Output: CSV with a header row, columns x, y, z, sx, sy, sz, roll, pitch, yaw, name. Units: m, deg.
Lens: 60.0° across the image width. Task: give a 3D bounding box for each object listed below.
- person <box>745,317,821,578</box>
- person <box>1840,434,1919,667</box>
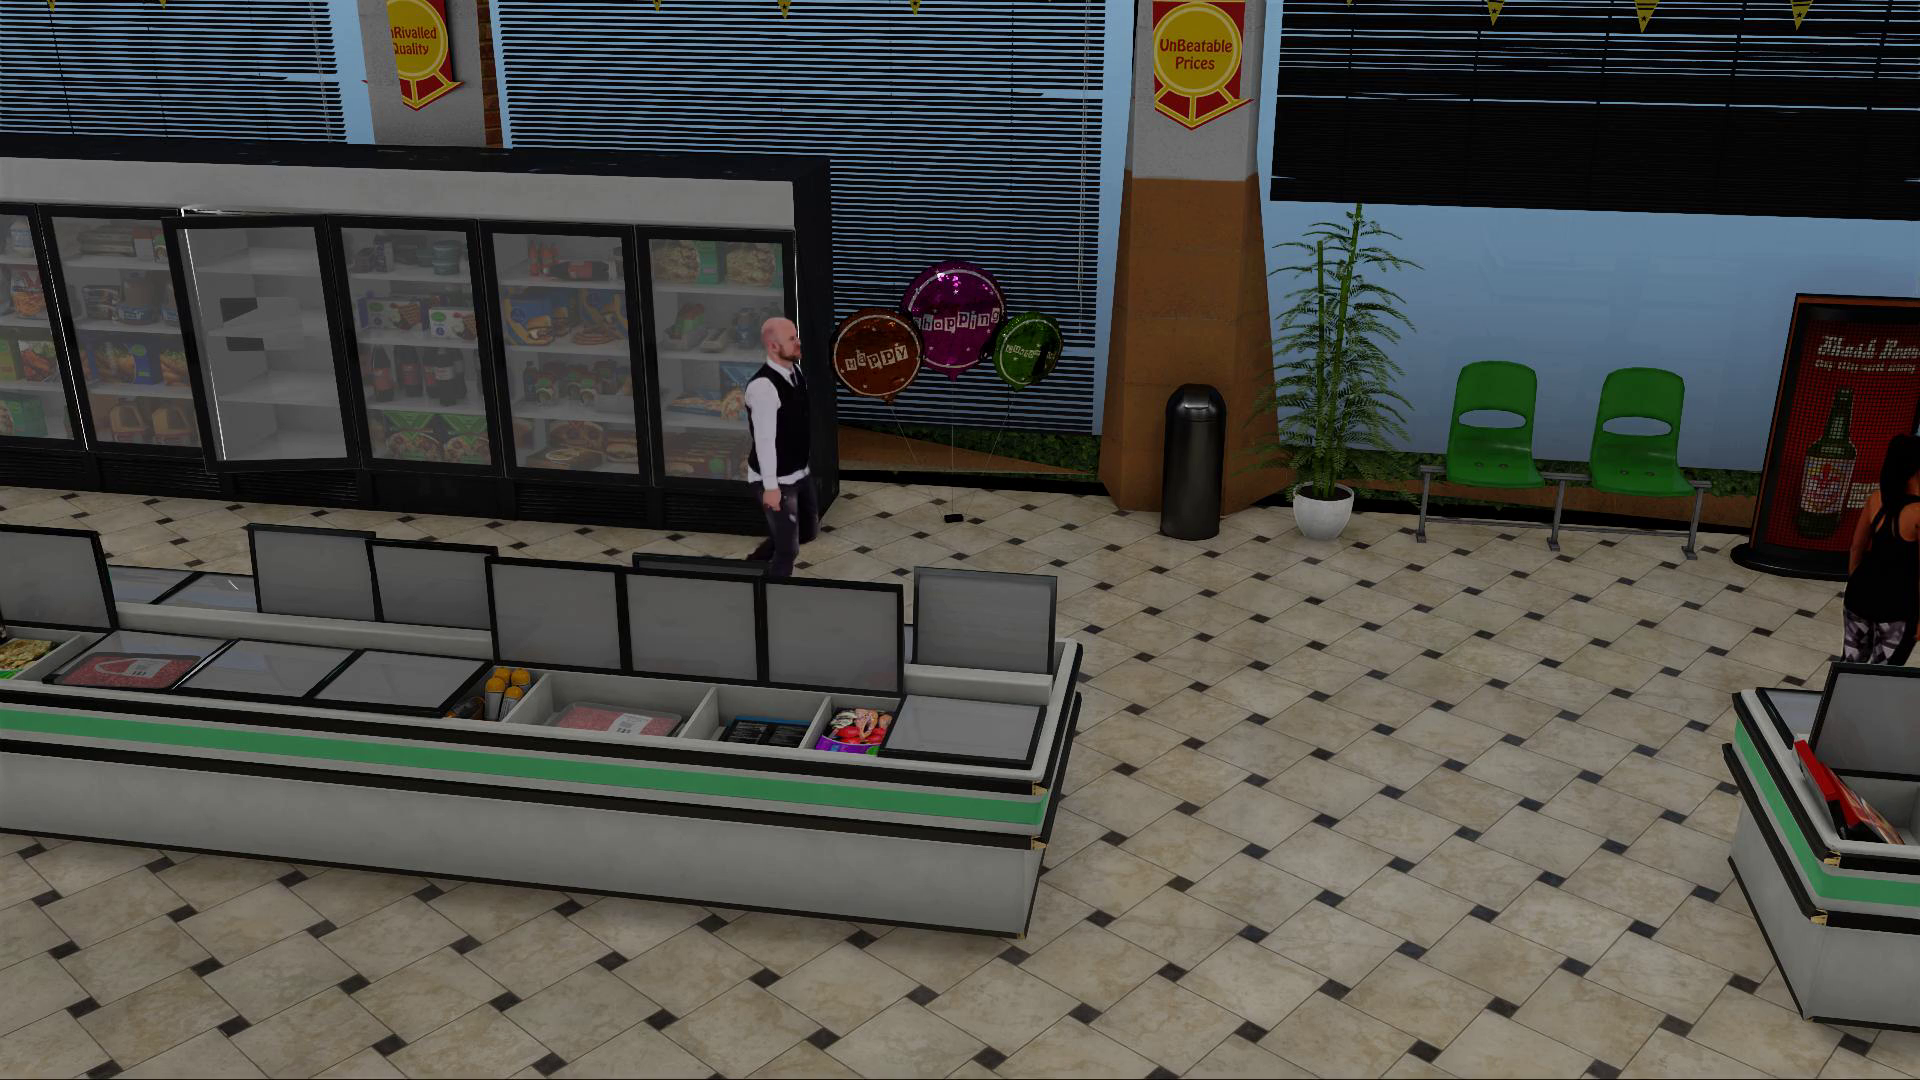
x,y,z,sx,sy,sz,roll,pitch,yaw,name
-1.057,-0.335,9.157,0.891,1.805,0.747,7,23,16,person
4.334,0.286,7.803,0.661,1.663,0.661,-7,23,-18,person
